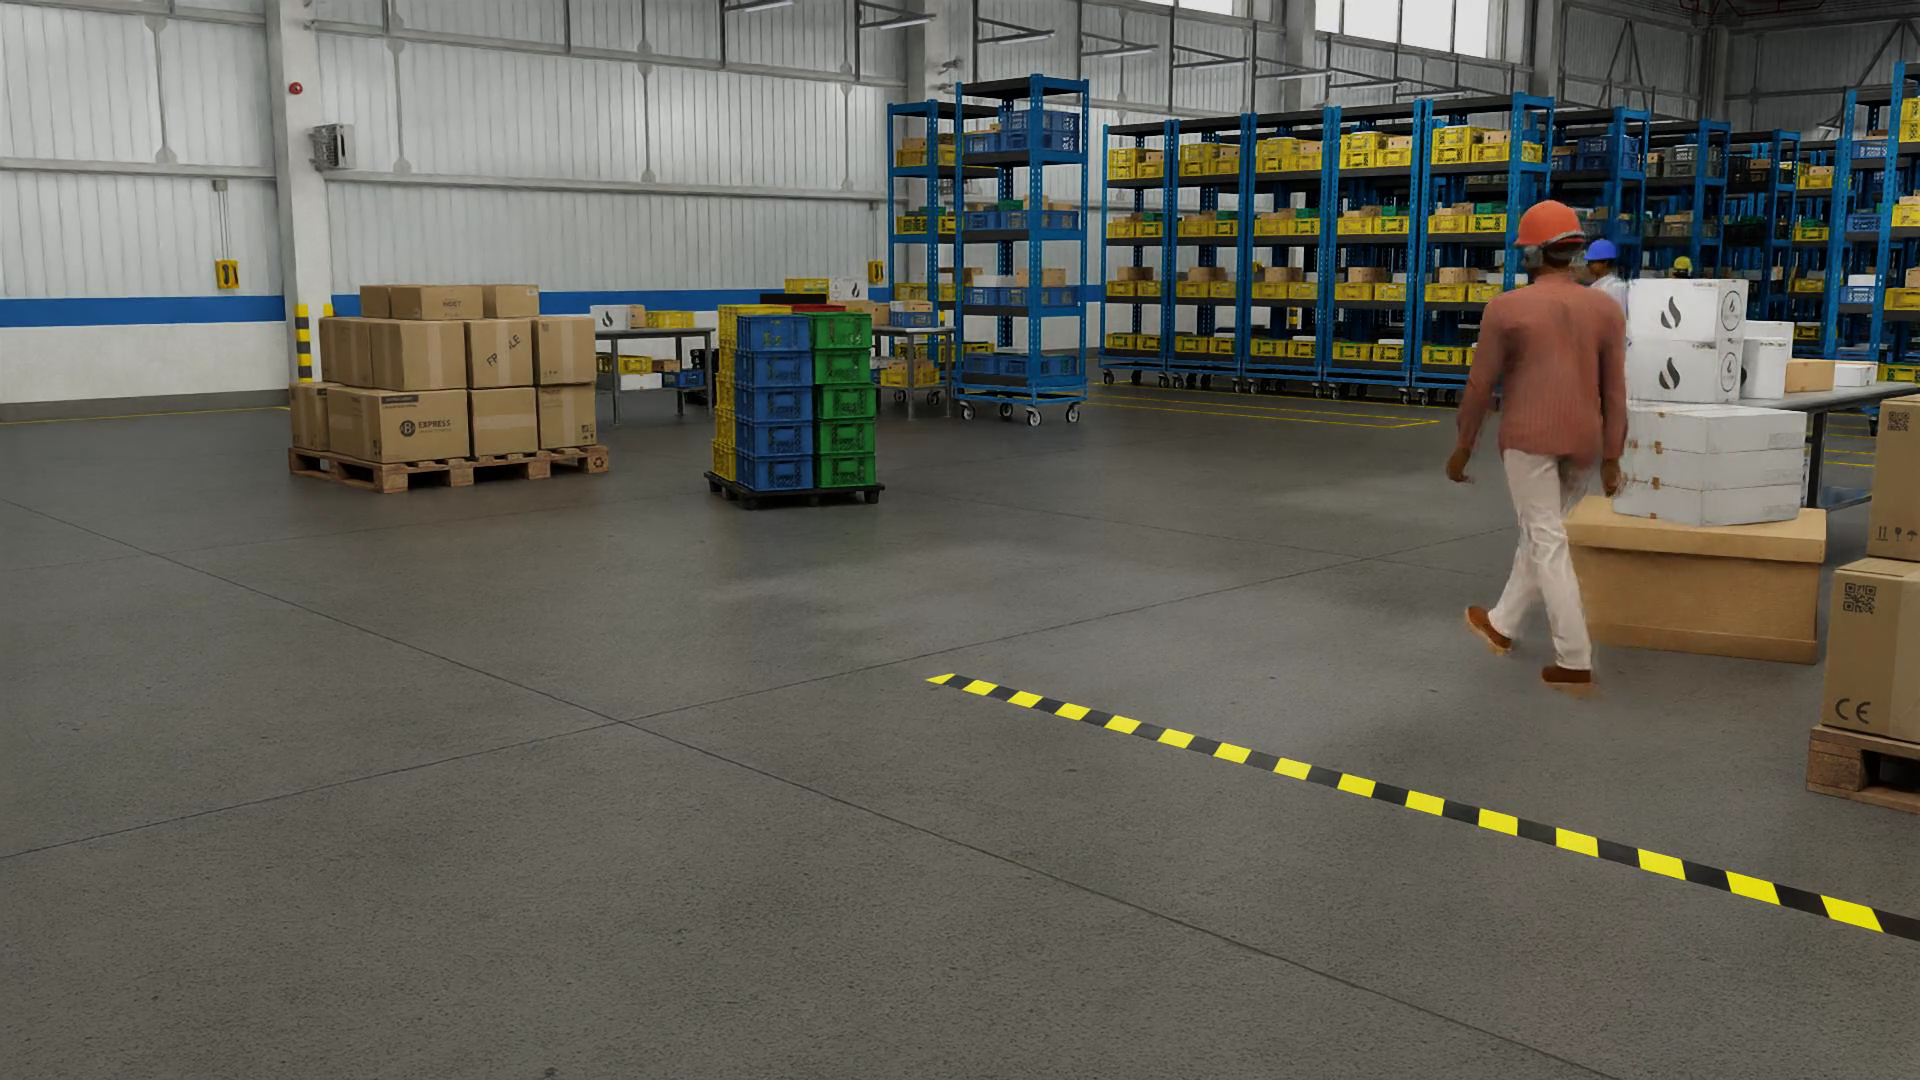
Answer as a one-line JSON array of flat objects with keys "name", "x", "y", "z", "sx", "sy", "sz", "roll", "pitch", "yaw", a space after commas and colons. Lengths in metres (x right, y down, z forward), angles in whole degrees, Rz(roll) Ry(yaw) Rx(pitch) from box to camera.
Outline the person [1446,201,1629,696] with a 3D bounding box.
[{"name": "person", "x": 2.348, "y": -0.393, "z": 6.796, "sx": 0.618, "sy": 1.943, "sz": 1.024, "roll": -3, "pitch": 10, "yaw": -17}]

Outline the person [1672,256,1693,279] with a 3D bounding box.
[{"name": "person", "x": 9.106, "y": -2.690, "z": 21.079, "sx": 0.933, "sy": 1.797, "sz": 0.582, "roll": -8, "pitch": 13, "yaw": -42}]

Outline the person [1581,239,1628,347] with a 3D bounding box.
[{"name": "person", "x": 5.684, "y": -1.660, "z": 14.512, "sx": 0.887, "sy": 1.918, "sz": 0.620, "roll": 0, "pitch": 9, "yaw": 3}]
